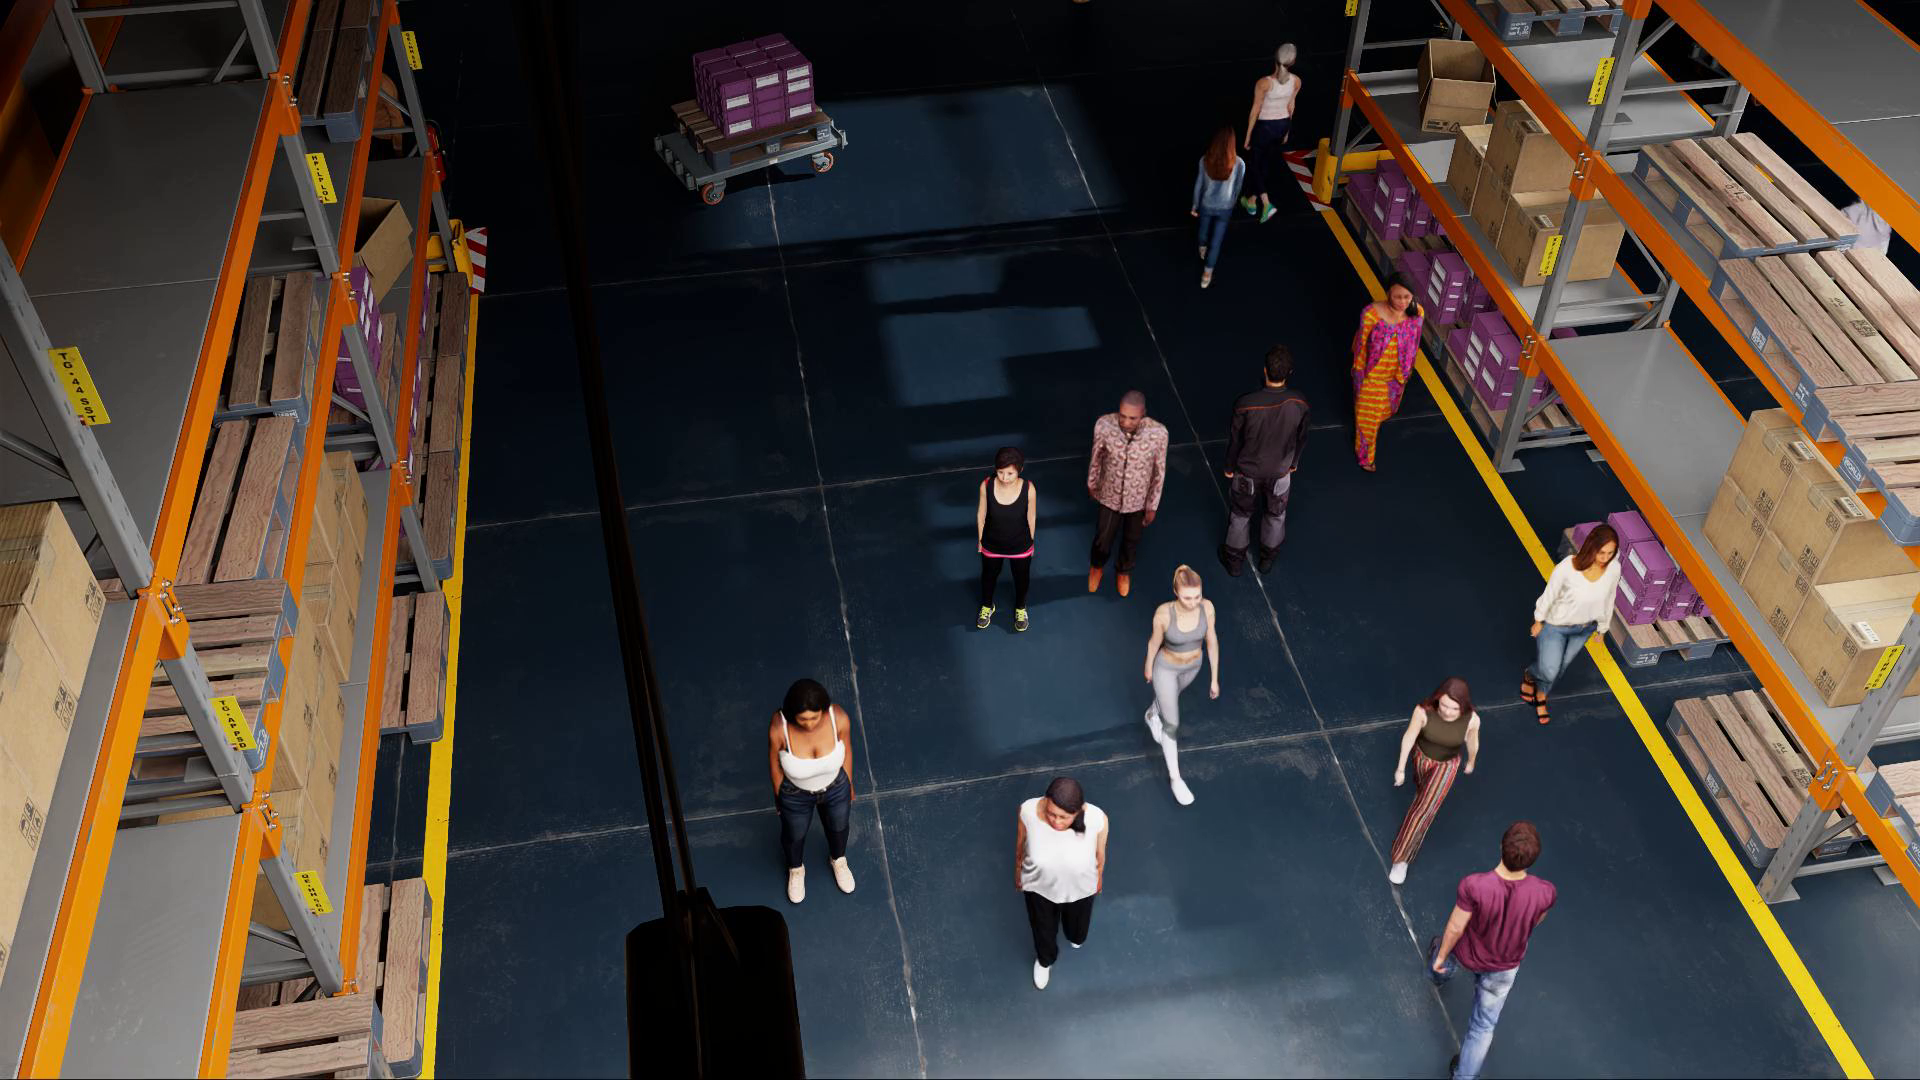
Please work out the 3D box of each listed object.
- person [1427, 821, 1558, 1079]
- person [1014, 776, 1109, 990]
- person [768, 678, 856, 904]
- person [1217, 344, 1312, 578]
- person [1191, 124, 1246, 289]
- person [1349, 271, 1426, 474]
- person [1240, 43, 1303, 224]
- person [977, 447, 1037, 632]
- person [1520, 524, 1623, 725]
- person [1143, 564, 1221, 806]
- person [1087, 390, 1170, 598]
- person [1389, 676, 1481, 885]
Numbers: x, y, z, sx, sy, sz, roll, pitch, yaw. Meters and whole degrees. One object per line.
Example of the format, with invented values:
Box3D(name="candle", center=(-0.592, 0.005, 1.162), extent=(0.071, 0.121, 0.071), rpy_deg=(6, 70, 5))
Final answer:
Box3D(name="person", center=(2.758, 2.230, 8.696), extent=(0.974, 1.791, 1.280), rpy_deg=(8, 44, 8))
Box3D(name="person", center=(0.570, 1.830, 9.201), extent=(0.776, 1.674, 0.828), rpy_deg=(8, 44, 8))
Box3D(name="person", center=(-0.849, 1.407, 9.551), extent=(0.638, 1.805, 0.600), rpy_deg=(-9, 44, -9))
Box3D(name="person", center=(2.094, -0.531, 11.483), extent=(0.715, 1.946, 0.610), rpy_deg=(-3, 44, -3))
Box3D(name="person", center=(2.189, -2.817, 14.239), extent=(0.789, 1.455, 0.964), rpy_deg=(11, 45, 11))
Box3D(name="person", center=(3.192, -1.351, 12.542), extent=(0.714, 1.672, 1.026), rpy_deg=(-2, 44, -2))
Box3D(name="person", center=(2.812, -3.584, 14.882), extent=(0.677, 1.677, 0.928), rpy_deg=(-13, 45, -14))
Box3D(name="person", center=(0.319, -0.019, 11.231), extent=(0.596, 1.553, 0.581), rpy_deg=(4, 44, 4))
Box3D(name="person", center=(3.858, 0.477, 10.622), extent=(0.642, 1.673, 0.637), rpy_deg=(-4, 44, -4))
Box3D(name="person", center=(1.321, 0.742, 10.356), extent=(0.669, 1.657, 1.110), rpy_deg=(-13, 45, -13))
Box3D(name="person", center=(1.152, -0.385, 11.443), extent=(0.764, 1.791, 0.763), rpy_deg=(6, 44, 6))
Box3D(name="person", center=(2.840, 1.265, 9.908), extent=(1.023, 1.518, 1.186), rpy_deg=(18, 47, 18))
